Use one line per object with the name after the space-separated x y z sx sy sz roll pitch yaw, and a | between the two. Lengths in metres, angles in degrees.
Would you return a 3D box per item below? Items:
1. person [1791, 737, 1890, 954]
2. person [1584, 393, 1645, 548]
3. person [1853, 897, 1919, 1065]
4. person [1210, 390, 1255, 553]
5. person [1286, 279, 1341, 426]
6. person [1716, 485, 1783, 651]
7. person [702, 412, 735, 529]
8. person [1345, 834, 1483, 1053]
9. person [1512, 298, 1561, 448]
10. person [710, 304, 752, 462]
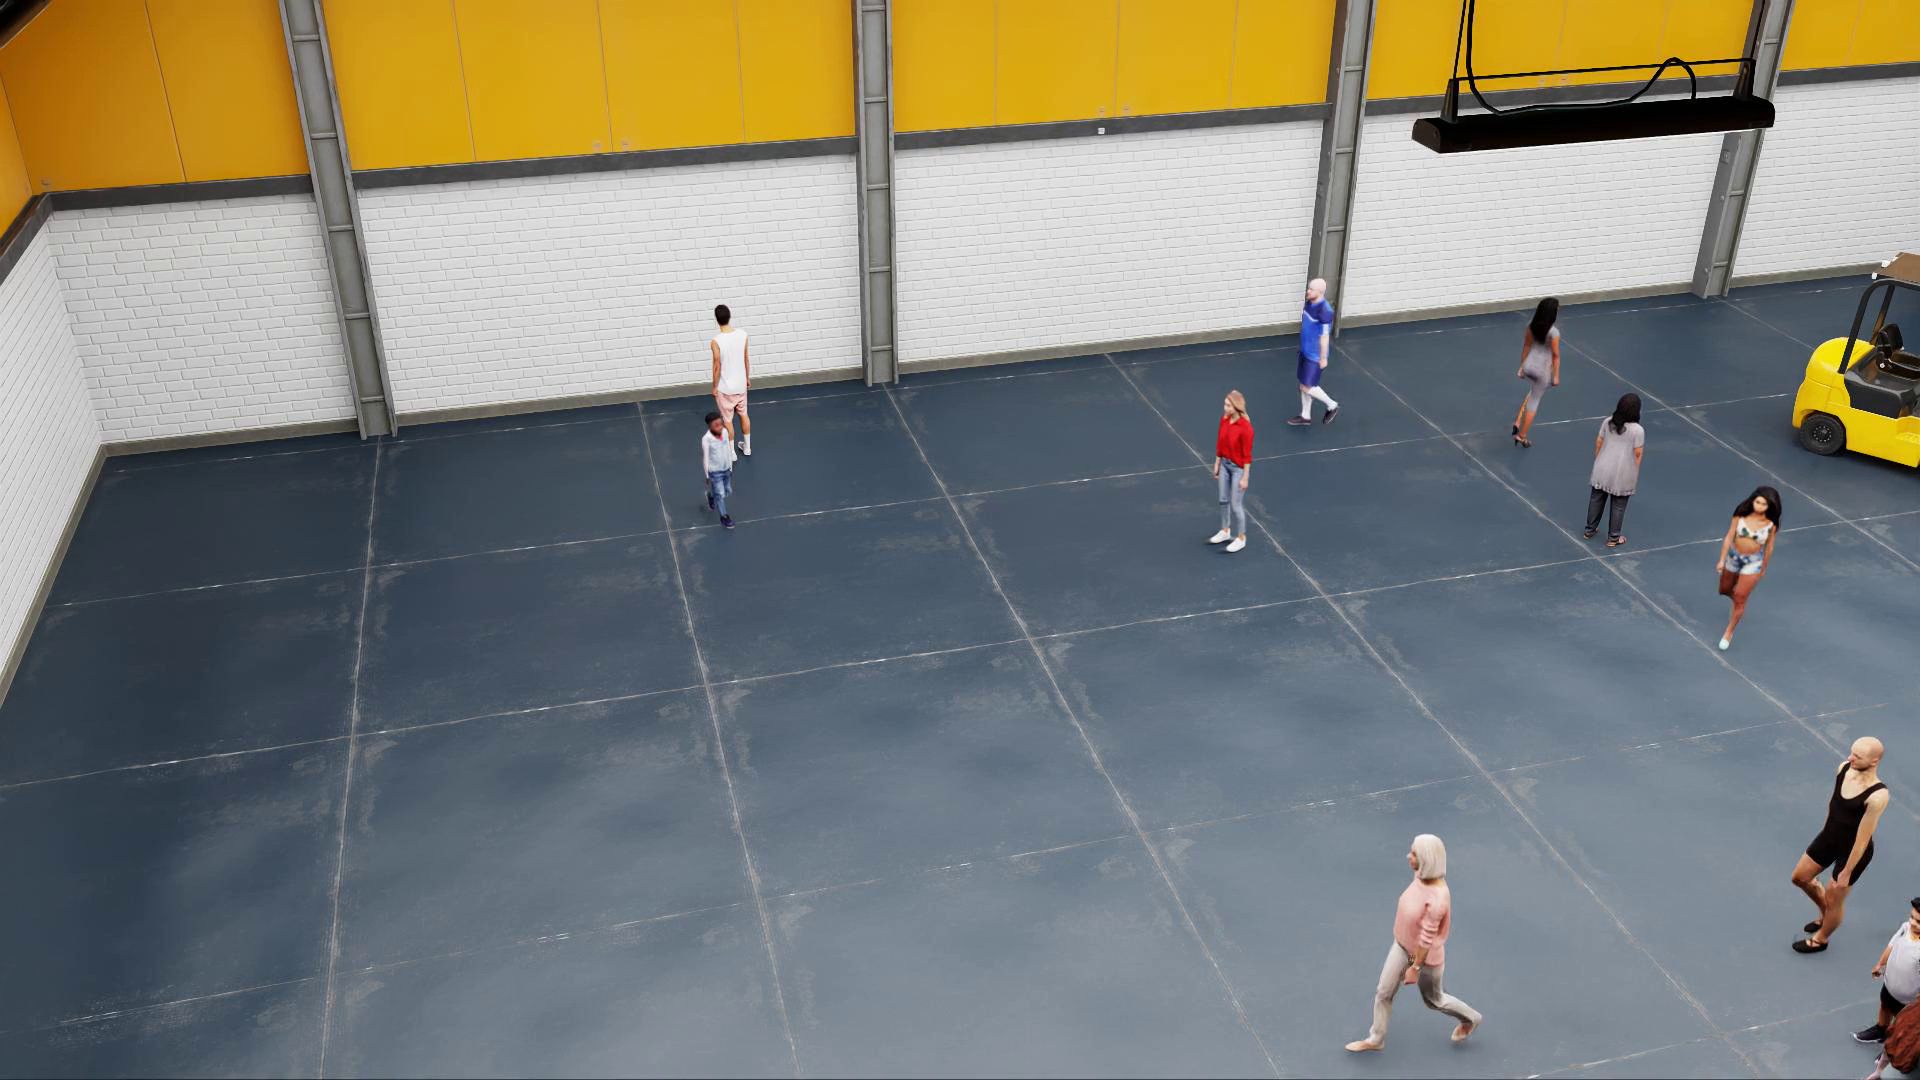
6.144 2.105 11.397 0.669 1.804 0.669 -5 29 -9 | person
6.614 -0.723 16.783 0.804 1.609 0.762 -24 37 -37 | person
6.108 2.793 10.704 0.525 1.258 0.509 -11 31 -19 | person
2.750 -0.701 16.653 0.645 1.695 0.691 -20 34 -32 | person
4.152 -2.153 19.176 0.828 1.829 0.711 -5 29 -8 | person
7.123 0.203 15.089 0.874 1.606 0.975 19 34 31 | person
-2.533 -0.763 17.237 0.790 1.245 0.753 -23 36 -36 | person
3.014 2.617 10.581 1.141 1.685 0.661 -6 29 -10 | person
6.414 -1.850 18.680 0.655 1.772 0.645 -13 31 -22 | person
-2.546 -1.744 18.473 0.650 1.784 0.785 -22 36 -35 | person
